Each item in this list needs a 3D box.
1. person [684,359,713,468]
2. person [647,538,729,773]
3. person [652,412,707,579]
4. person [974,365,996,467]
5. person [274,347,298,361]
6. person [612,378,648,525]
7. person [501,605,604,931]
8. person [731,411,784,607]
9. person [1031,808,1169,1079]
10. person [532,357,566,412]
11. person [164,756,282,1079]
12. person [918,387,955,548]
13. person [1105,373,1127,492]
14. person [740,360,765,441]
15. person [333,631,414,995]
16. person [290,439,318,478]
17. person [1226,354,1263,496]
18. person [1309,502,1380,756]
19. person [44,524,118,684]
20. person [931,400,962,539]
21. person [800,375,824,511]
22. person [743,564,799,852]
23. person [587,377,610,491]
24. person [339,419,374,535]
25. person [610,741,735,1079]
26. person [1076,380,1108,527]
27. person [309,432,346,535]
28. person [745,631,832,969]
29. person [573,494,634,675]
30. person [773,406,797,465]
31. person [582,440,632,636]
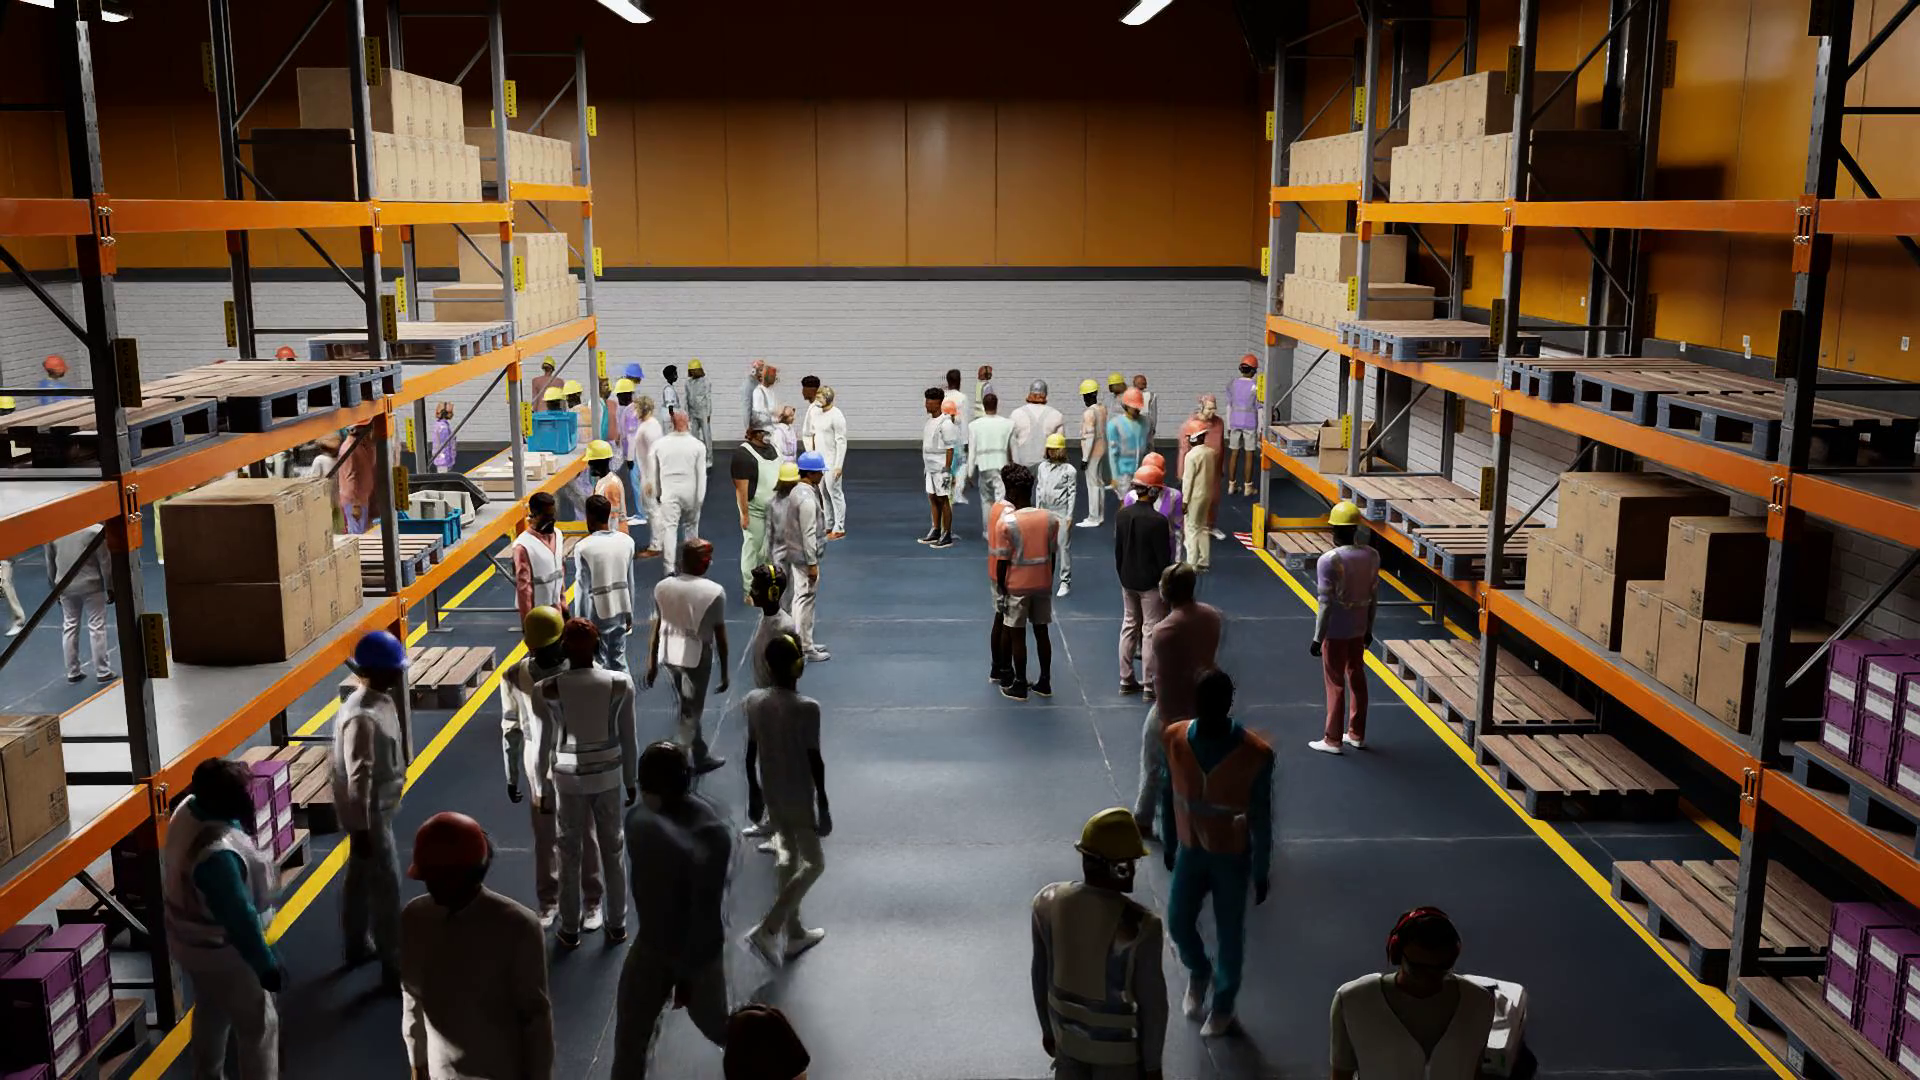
[{"bbox_3d":[-4.179,-2.013,26.496,0.485,1.737,0.315,5,12,22],"label":"person"},{"bbox_3d":[-1.960,0.896,11.785,0.619,1.795,0.944,6,13,26],"label":"person"},{"bbox_3d":[-3.154,-0.502,18.668,0.649,1.853,1.008,0,11,2],"label":"person"},{"bbox_3d":[0.386,-1.954,26.435,0.314,1.642,0.515,-4,12,-21],"label":"person"},{"bbox_3d":[-10.383,-1.993,25.739,0.375,1.995,0.611,-5,13,-25],"label":"person"},{"bbox_3d":[-4.309,-1.154,21.743,0.408,1.918,0.587,-2,11,-9],"label":"person"},{"bbox_3d":[-2.298,1.295,9.467,0.592,1.913,0.399,-1,11,-4],"label":"person"},{"bbox_3d":[-2.026,-0.339,17.333,0.538,2.000,0.690,7,13,30],"label":"person"},{"bbox_3d":[0.557,1.931,6.494,0.591,1.823,0.404,9,14,38],"label":"person"},{"bbox_3d":[-6.586,-2.058,26.681,0.531,1.756,0.349,0,11,-2],"label":"person"},{"bbox_3d":[-3.221,1.783,7.301,0.460,1.801,0.650,-9,15,-39],"label":"person"},{"bbox_3d":[-0.282,-0.888,20.269,0.361,1.963,0.614,-6,13,-26],"label":"person"},{"bbox_3d":[2.291,-1.573,24.309,0.324,1.730,0.490,-6,13,-28],"label":"person"},{"bbox_3d":[-2.980,-1.732,24.699,0.401,1.893,0.656,6,13,27],"label":"person"},{"bbox_3d":[-3.105,1.422,8.831,0.507,1.926,0.658,-2,11,-11],"label":"person"},{"bbox_3d":[-8.454,-0.980,21.432,0.319,1.694,0.533,0,11,2],"label":"person"},{"bbox_3d":[4.118,-1.651,23.947,0.601,2.035,0.409,8,14,34],"label":"person"},{"bbox_3d":[2.888,0.665,12.585,0.593,1.924,0.380,-7,13,-31],"label":"person"},{"bbox_3d":[-7.614,0.387,14.436,0.567,1.744,0.350,0,11,0],"label":"person"},{"bbox_3d":[-0.176,-0.879,20.793,0.362,1.741,0.583,-5,12,-24],"label":"person"},{"bbox_3d":[-1.892,-1.188,21.823,0.385,1.958,0.601,0,11,-1],"label":"person"},{"bbox_3d":[-1.209,1.069,10.702,0.328,1.873,0.518,-5,12,-24],"label":"person"},{"bbox_3d":[-4.985,-1.367,23.003,0.340,1.839,0.506,-1,11,-6],"label":"person"},{"bbox_3d":[-6.461,-0.427,17.885,0.388,1.996,0.612,-2,11,-10],"label":"person"},{"bbox_3d":[-1.218,1.758,7.223,0.628,1.886,1.042,7,13,32],"label":"person"},{"bbox_3d":[1.703,-1.118,21.550,0.381,1.917,0.585,5,12,23],"label":"person"},{"bbox_3d":[-7.093,-0.391,18.688,0.306,1.613,0.596,4,12,21],"label":"person"},{"bbox_3d":[-0.947,1.414,9.009,0.529,1.858,0.612,8,14,34],"label":"person"},{"bbox_3d":[-2.772,0.591,13.017,0.409,1.907,0.598,7,13,32],"label":"person"},{"bbox_3d":[-2.232,-0.901,21.202,0.318,1.632,0.507,4,12,17],"label":"person"},{"bbox_3d":[-3.404,-0.016,16.035,0.409,1.917,0.585,-4,12,-21],"label":"person"}]
